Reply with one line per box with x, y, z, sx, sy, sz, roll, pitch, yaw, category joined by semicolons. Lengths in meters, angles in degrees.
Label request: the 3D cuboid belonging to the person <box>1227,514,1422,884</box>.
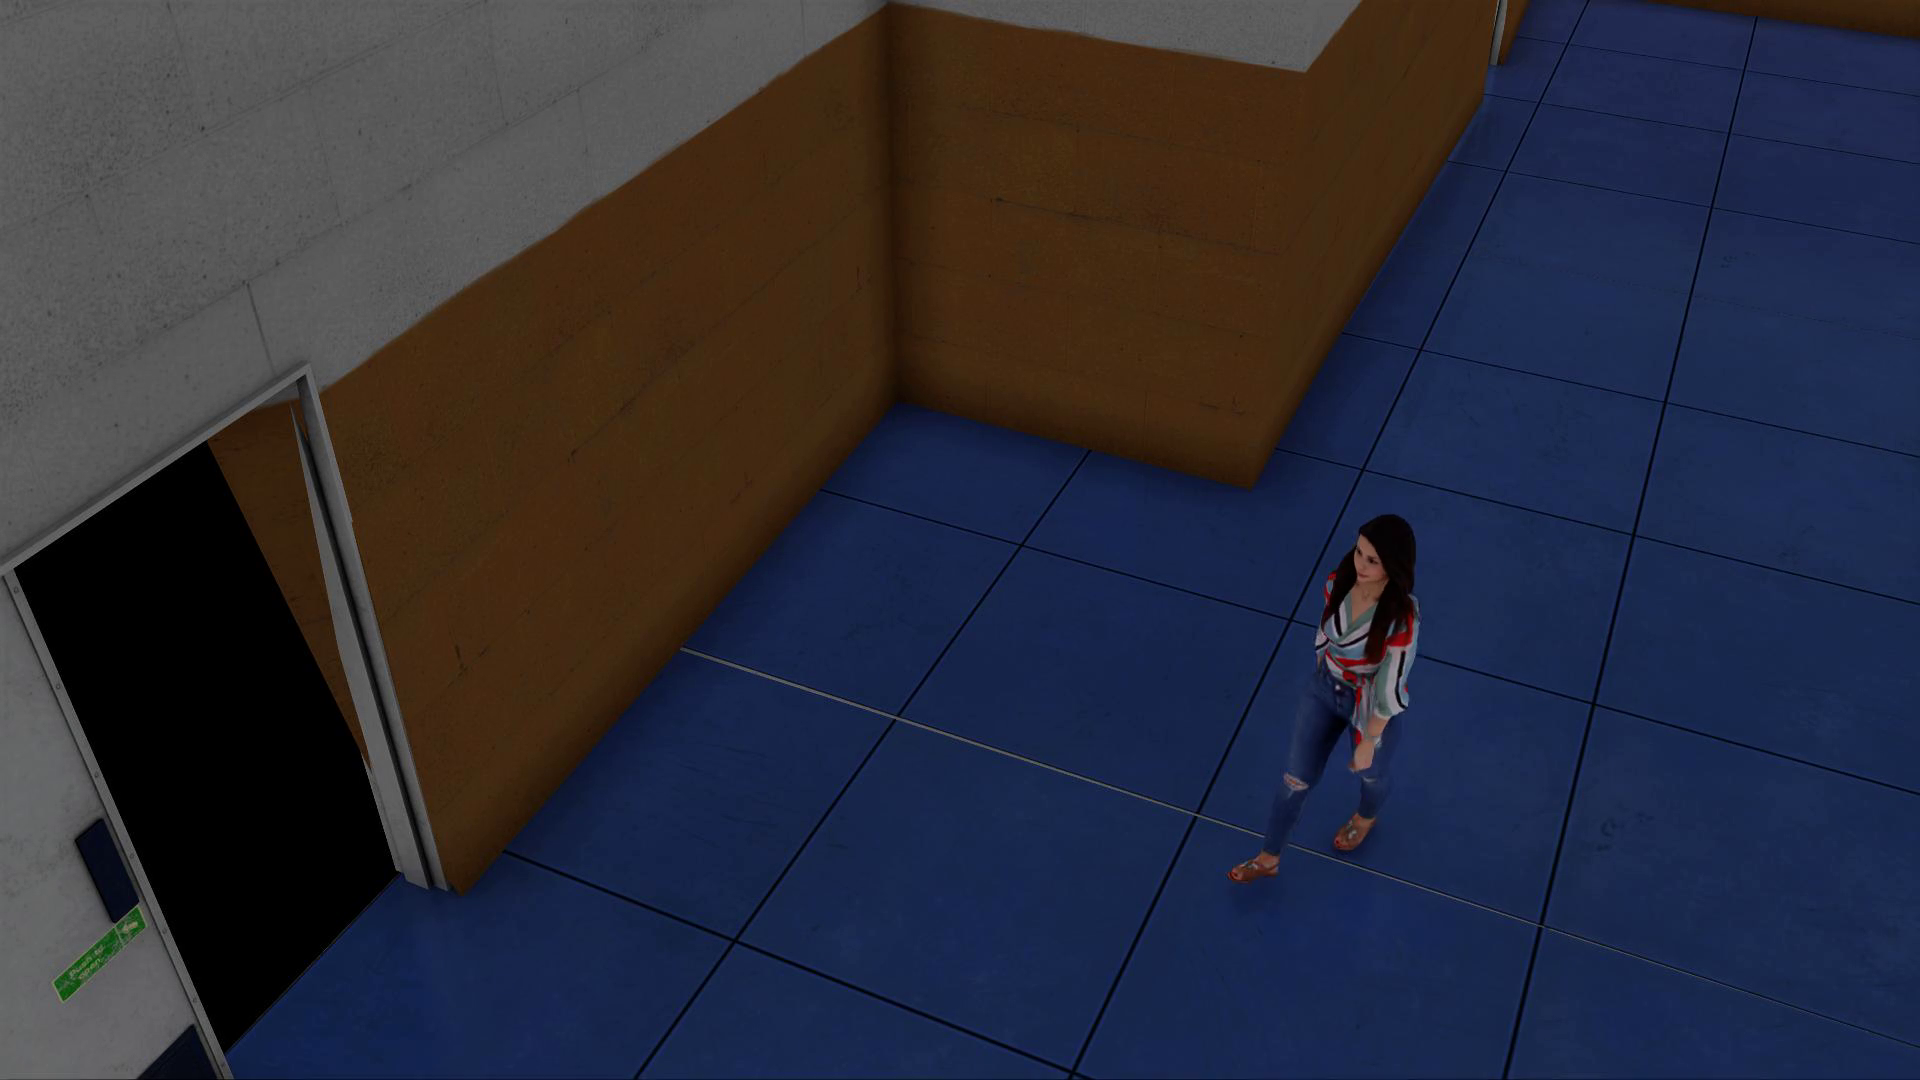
1.483;0.563;5.991;0.936;1.581;1.009;-27;44;-31;person
